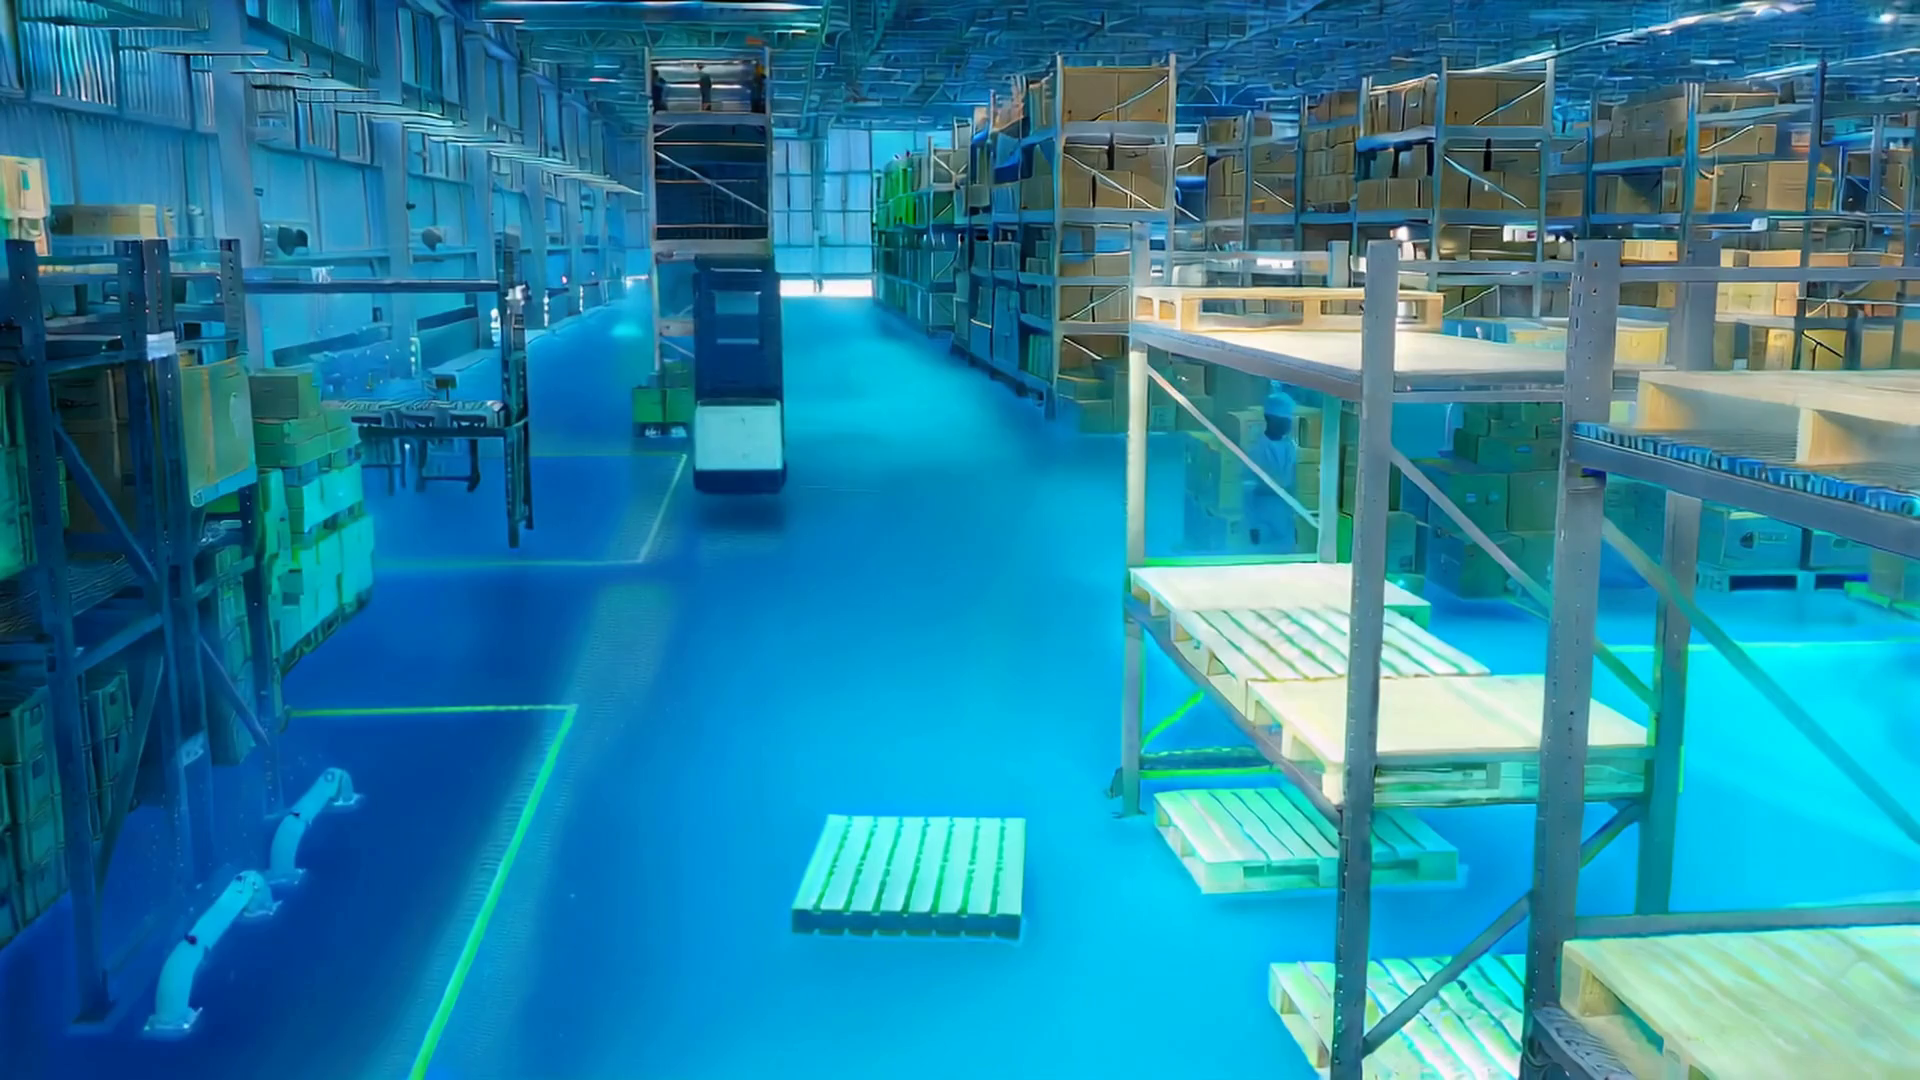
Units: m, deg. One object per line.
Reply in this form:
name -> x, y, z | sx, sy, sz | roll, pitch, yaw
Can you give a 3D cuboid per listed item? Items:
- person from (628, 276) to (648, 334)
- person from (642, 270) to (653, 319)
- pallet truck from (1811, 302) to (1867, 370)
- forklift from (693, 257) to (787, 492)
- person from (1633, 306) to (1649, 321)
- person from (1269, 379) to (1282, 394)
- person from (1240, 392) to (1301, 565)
person -> -10.410, -7.607, 53.846 | 0.646, 1.893, 0.420 | -4, 11, -22
person -> -12.087, -9.524, 64.446 | 0.403, 1.897, 0.655 | 8, 13, 36
pallet truck -> 15.846, -3.142, 28.793 | 1.885, 1.965, 0.823 | 2, 10, 12
forklift -> -2.728, -2.079, 20.456 | 1.129, 2.768, 1.873 | -1, 10, -6
person -> 12.541, -3.413, 30.762 | 0.430, 1.834, 0.627 | 1, 10, 5
person -> 5.371, -2.925, 28.417 | 0.322, 1.697, 0.532 | 0, 10, 2
person -> 2.310, -0.197, 12.747 | 0.553, 1.908, 0.893 | -7, 12, -33
